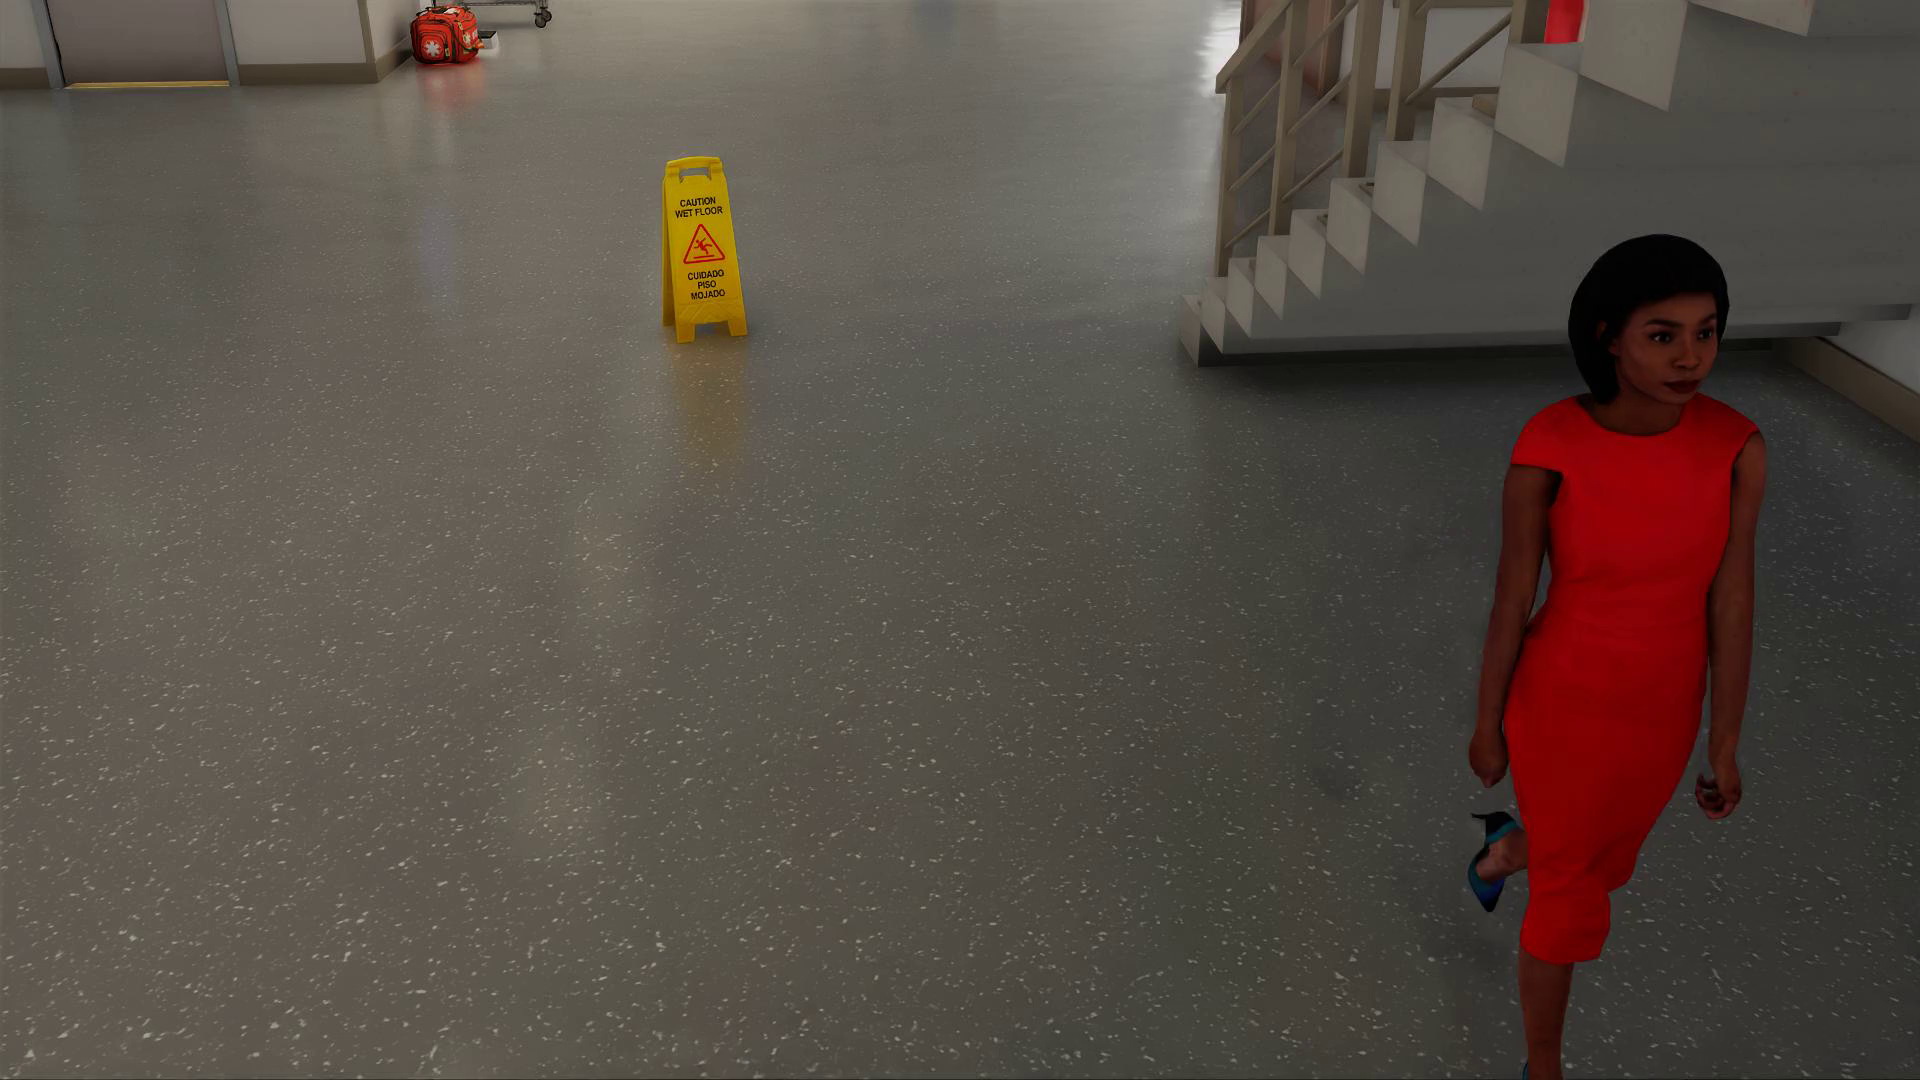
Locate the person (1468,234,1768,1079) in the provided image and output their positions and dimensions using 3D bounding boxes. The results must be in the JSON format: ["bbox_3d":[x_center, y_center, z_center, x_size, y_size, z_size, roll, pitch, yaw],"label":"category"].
[{"bbox_3d":[1.130,0.291,3.019,0.609,1.718,1.033,-1,26,-2],"label":"person"}]
